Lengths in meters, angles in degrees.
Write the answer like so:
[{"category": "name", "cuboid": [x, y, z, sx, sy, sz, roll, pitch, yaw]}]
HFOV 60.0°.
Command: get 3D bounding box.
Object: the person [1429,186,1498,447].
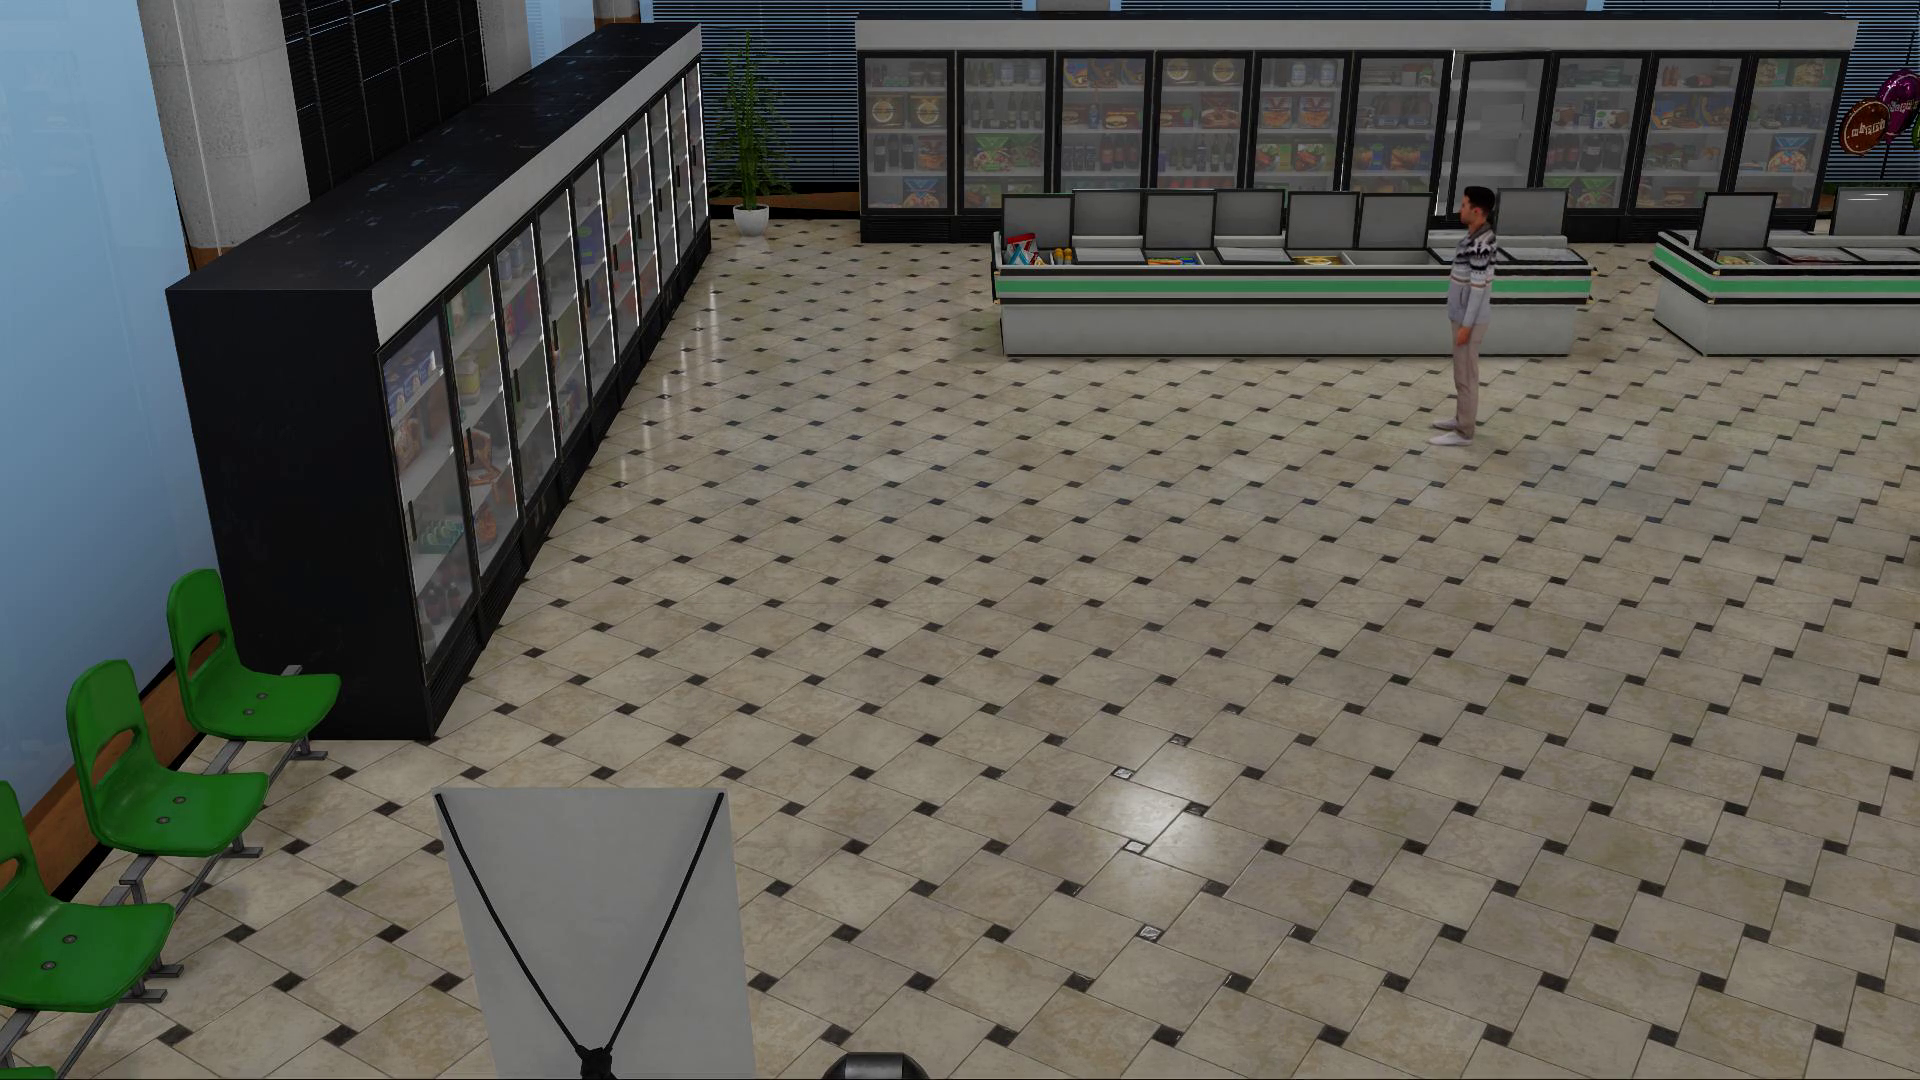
[{"category": "person", "cuboid": [3.655, -1.603, 11.909, 0.671, 1.860, 0.750, 7, 25, 16]}]
